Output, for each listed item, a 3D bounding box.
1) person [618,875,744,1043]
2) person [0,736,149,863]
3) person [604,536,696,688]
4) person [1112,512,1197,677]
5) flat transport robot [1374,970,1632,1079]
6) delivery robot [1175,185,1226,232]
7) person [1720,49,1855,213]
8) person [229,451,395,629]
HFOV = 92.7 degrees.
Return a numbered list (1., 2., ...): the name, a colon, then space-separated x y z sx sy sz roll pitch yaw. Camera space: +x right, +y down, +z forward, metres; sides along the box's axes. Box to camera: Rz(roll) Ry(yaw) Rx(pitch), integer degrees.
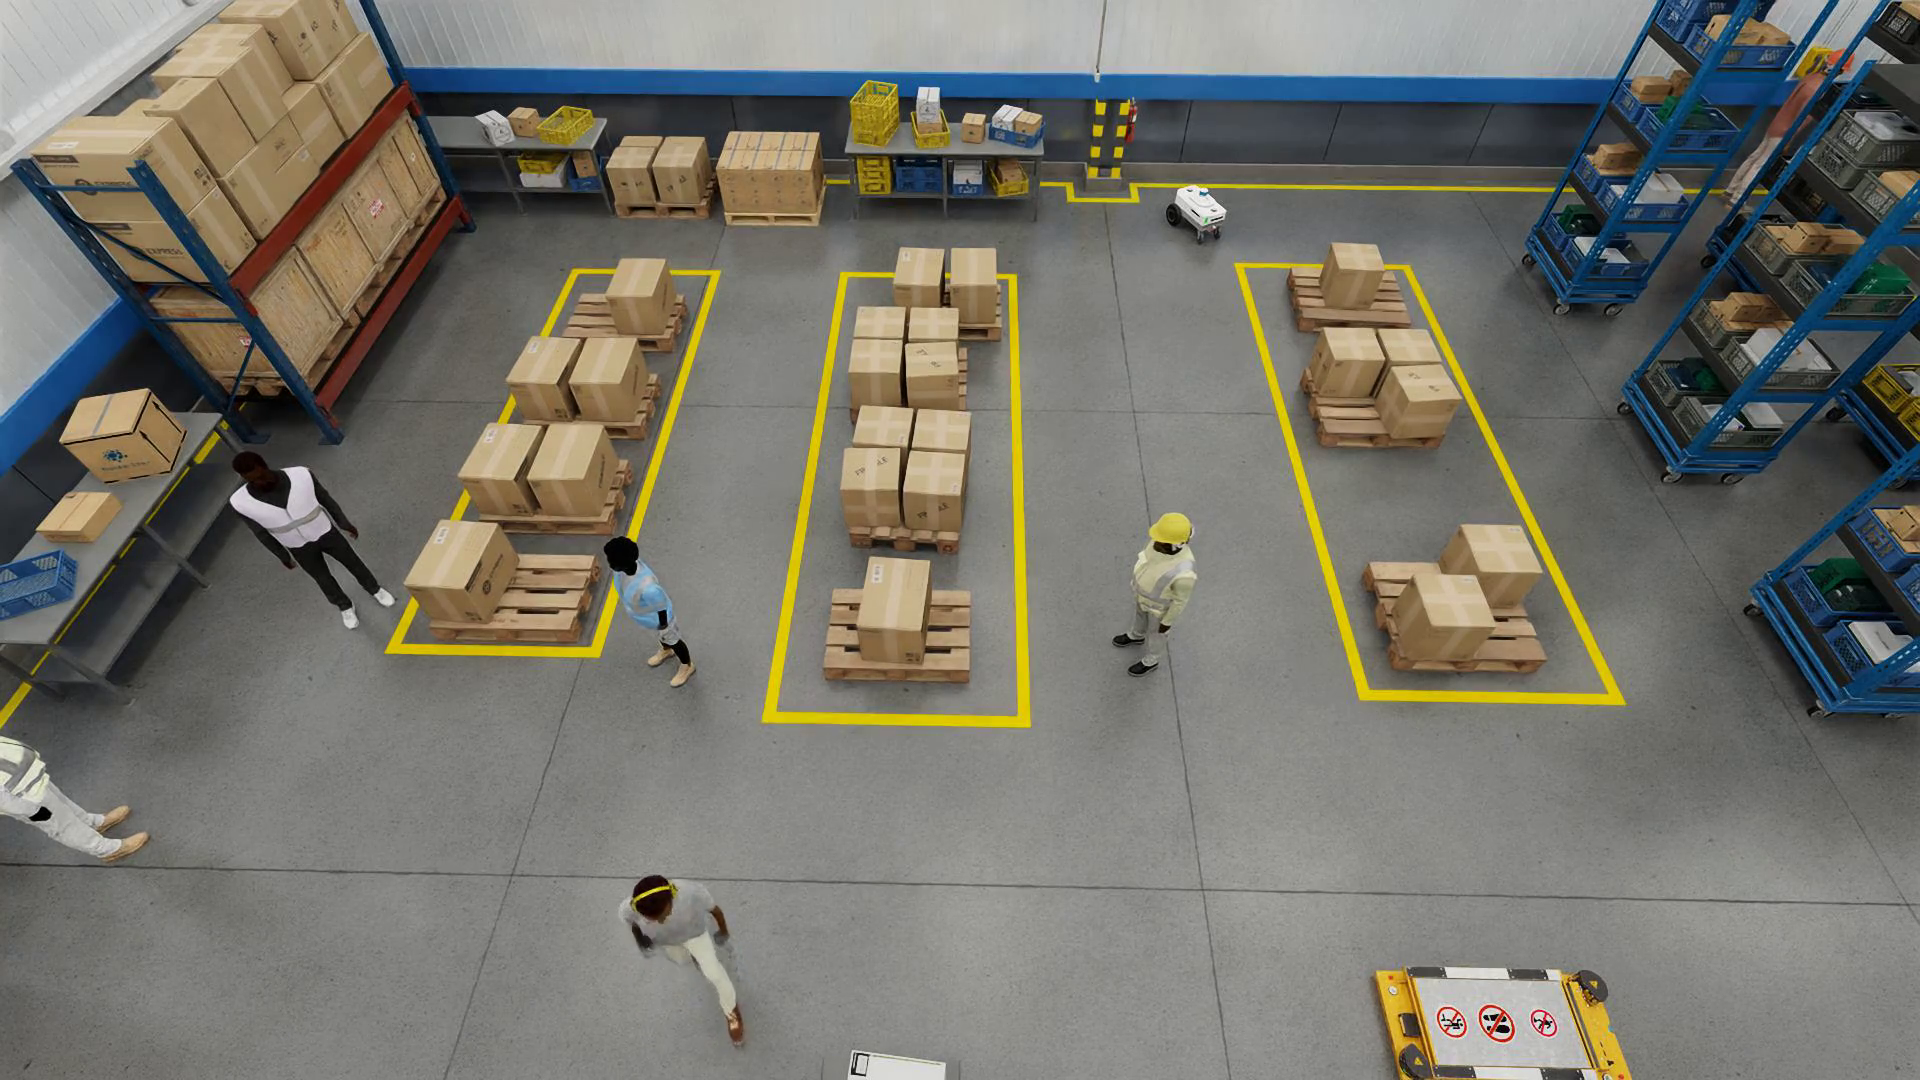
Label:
1. person: -1.667 2.442 5.497 0.589 1.809 0.855 -12 52 -10
2. person: -6.292 1.639 6.126 0.627 1.844 0.429 34 58 24
3. person: -2.410 0.551 7.105 0.538 1.696 0.317 36 59 26
4. person: 1.519 0.418 7.127 0.404 1.833 0.592 -13 52 -10
5. flat transport robot: 3.501 3.133 5.914 1.431 0.197 0.652 1 51 1
6. delivery robot: 3.064 -4.241 11.685 0.477 0.478 0.707 -20 54 -16
7. person: 10.421 -5.152 11.571 0.394 1.985 0.611 16 53 13
8. person: -5.269 -0.035 7.441 0.589 1.920 0.398 -35 59 -25
